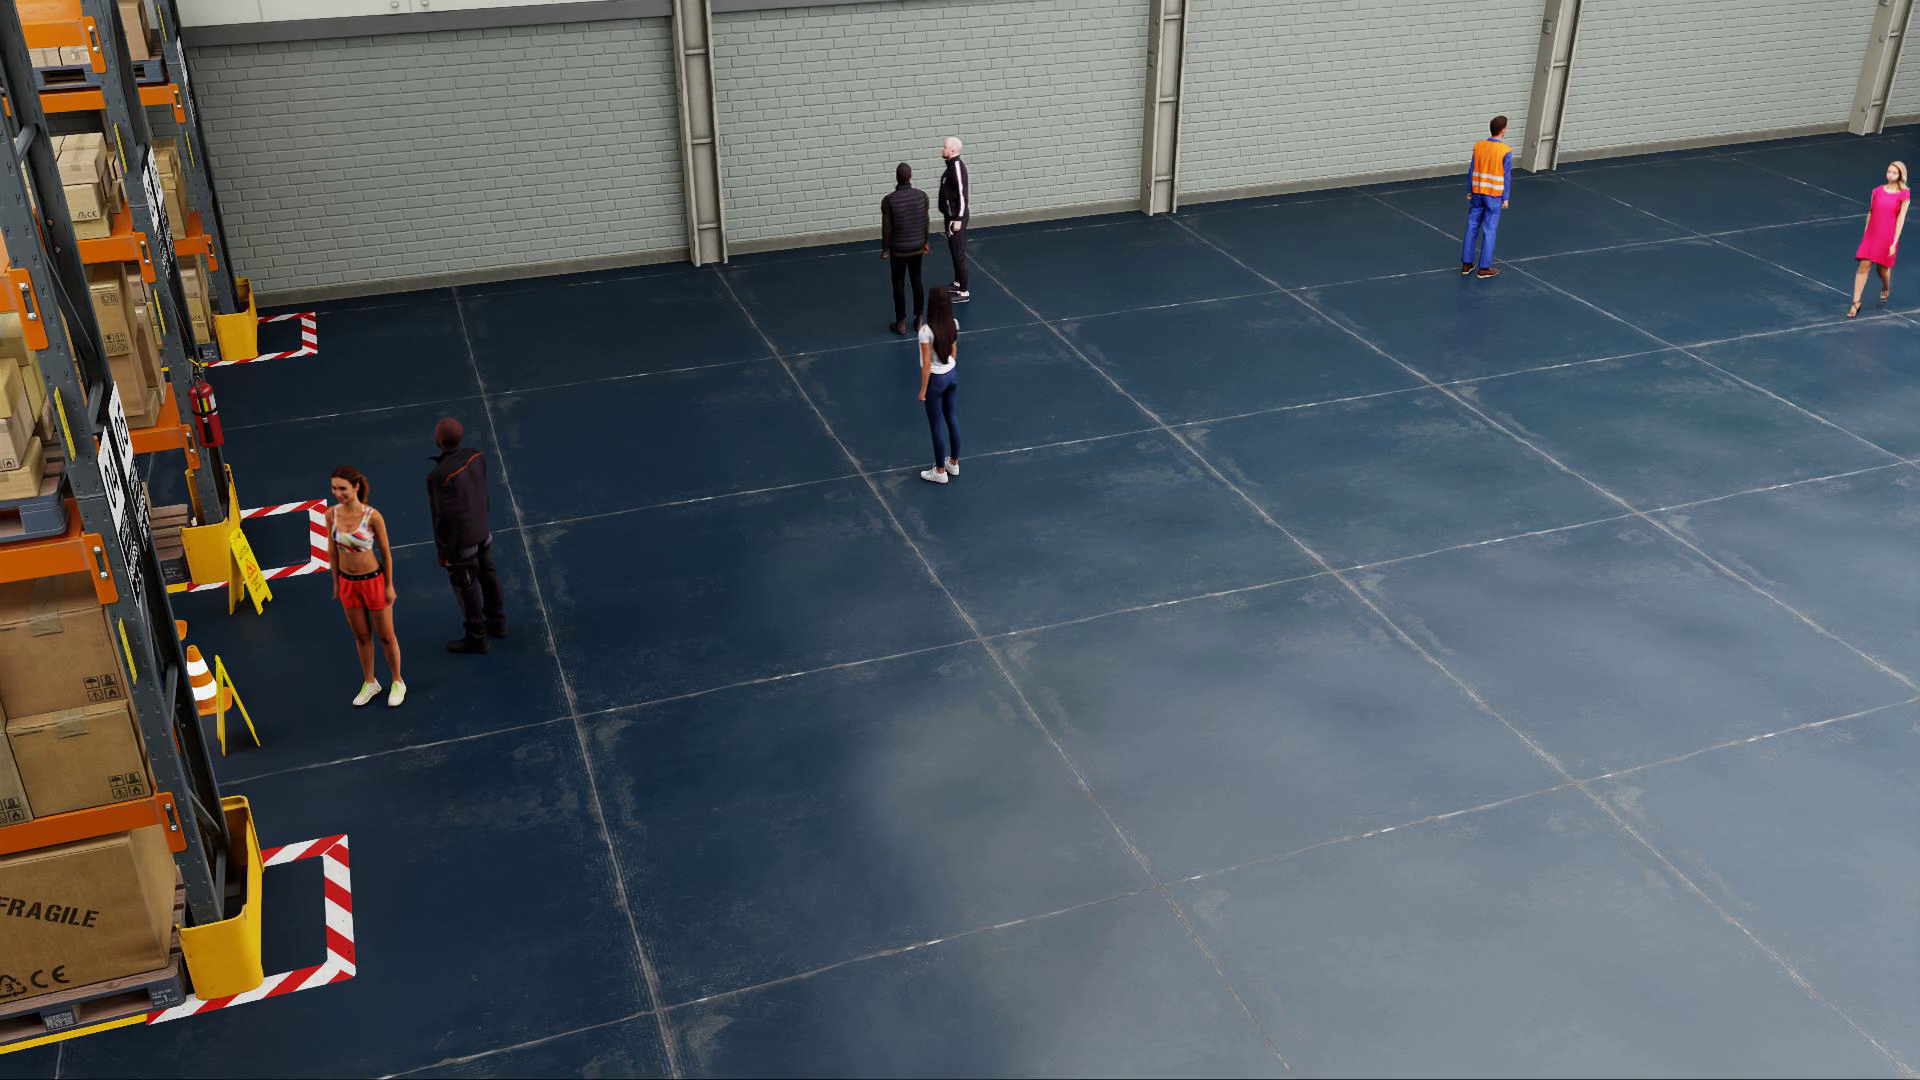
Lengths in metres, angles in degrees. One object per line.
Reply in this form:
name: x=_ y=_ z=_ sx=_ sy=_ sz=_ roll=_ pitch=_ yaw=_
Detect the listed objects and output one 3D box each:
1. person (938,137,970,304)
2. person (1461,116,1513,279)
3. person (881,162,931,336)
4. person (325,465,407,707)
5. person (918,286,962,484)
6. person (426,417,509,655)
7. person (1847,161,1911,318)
person: x=-0.042 y=-3.572 z=18.516 sx=0.649 sy=1.835 sz=0.730 roll=-4 pitch=28 yaw=-7
person: x=6.109 y=-3.984 z=19.257 sx=0.755 sy=1.864 sz=0.773 roll=-24 pitch=36 yaw=-38
person: x=-0.572 y=-3.092 z=17.614 sx=0.496 sy=1.835 sz=0.751 roll=-10 pitch=30 yaw=-19
person: x=-4.033 y=0.303 z=11.284 sx=0.632 sy=1.791 sz=0.730 roll=3 pitch=28 yaw=6
person: x=-0.165 y=-1.353 z=14.412 sx=0.724 sy=1.775 sz=0.608 roll=23 pitch=36 yaw=36
person: x=-3.530 y=-0.045 z=11.903 sx=0.838 sy=1.826 sz=0.789 roll=11 pitch=30 yaw=20
person: x=10.078 y=-3.279 z=18.106 sx=1.045 sy=1.701 sz=0.811 roll=-23 pitch=36 yaw=-36
